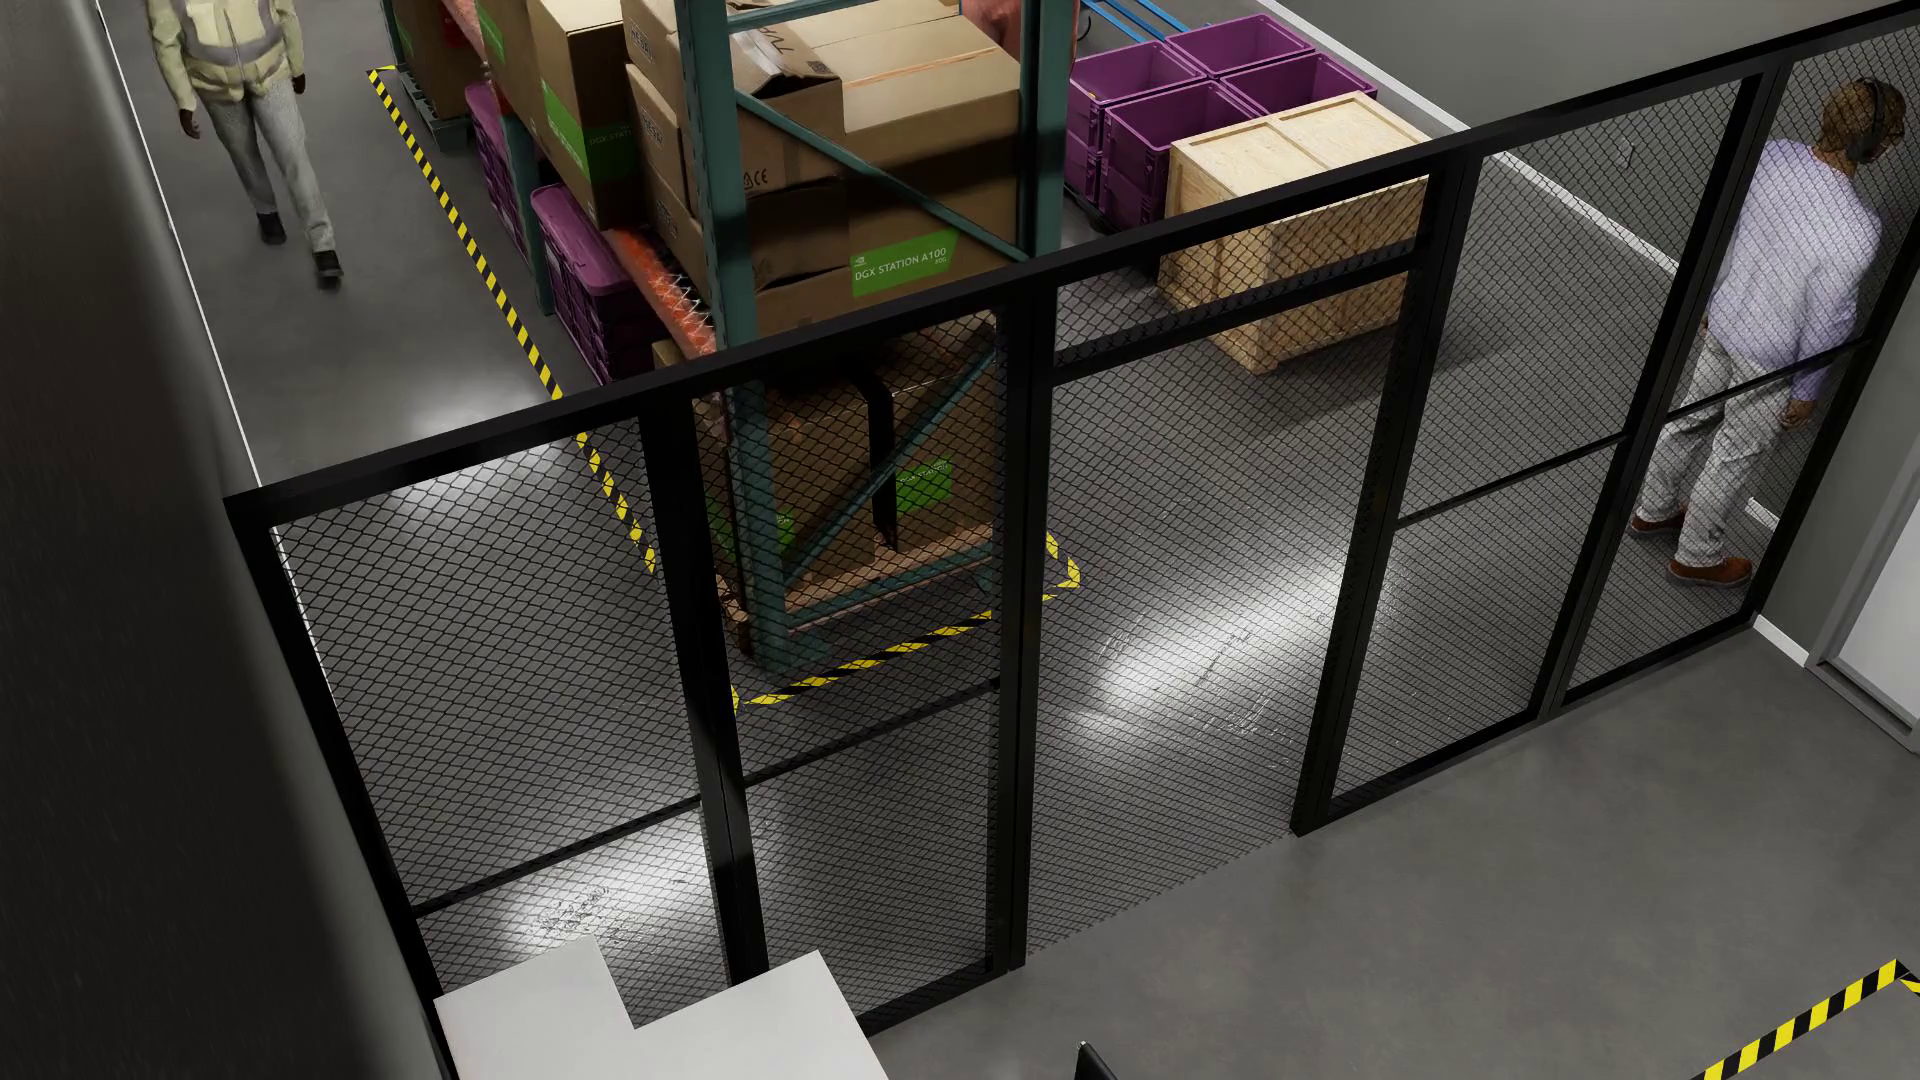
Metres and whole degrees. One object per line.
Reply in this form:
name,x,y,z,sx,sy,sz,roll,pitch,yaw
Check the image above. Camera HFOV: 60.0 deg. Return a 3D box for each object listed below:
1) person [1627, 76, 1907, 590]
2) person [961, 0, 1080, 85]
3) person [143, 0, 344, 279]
person,2.740,-0.675,5.683,0.355,1.938,0.634,-8,43,-9
person,0.229,-1.808,6.882,0.612,1.995,0.375,-32,51,-30
person,-3.119,-1.991,7.232,0.610,1.788,0.918,-19,46,-19
